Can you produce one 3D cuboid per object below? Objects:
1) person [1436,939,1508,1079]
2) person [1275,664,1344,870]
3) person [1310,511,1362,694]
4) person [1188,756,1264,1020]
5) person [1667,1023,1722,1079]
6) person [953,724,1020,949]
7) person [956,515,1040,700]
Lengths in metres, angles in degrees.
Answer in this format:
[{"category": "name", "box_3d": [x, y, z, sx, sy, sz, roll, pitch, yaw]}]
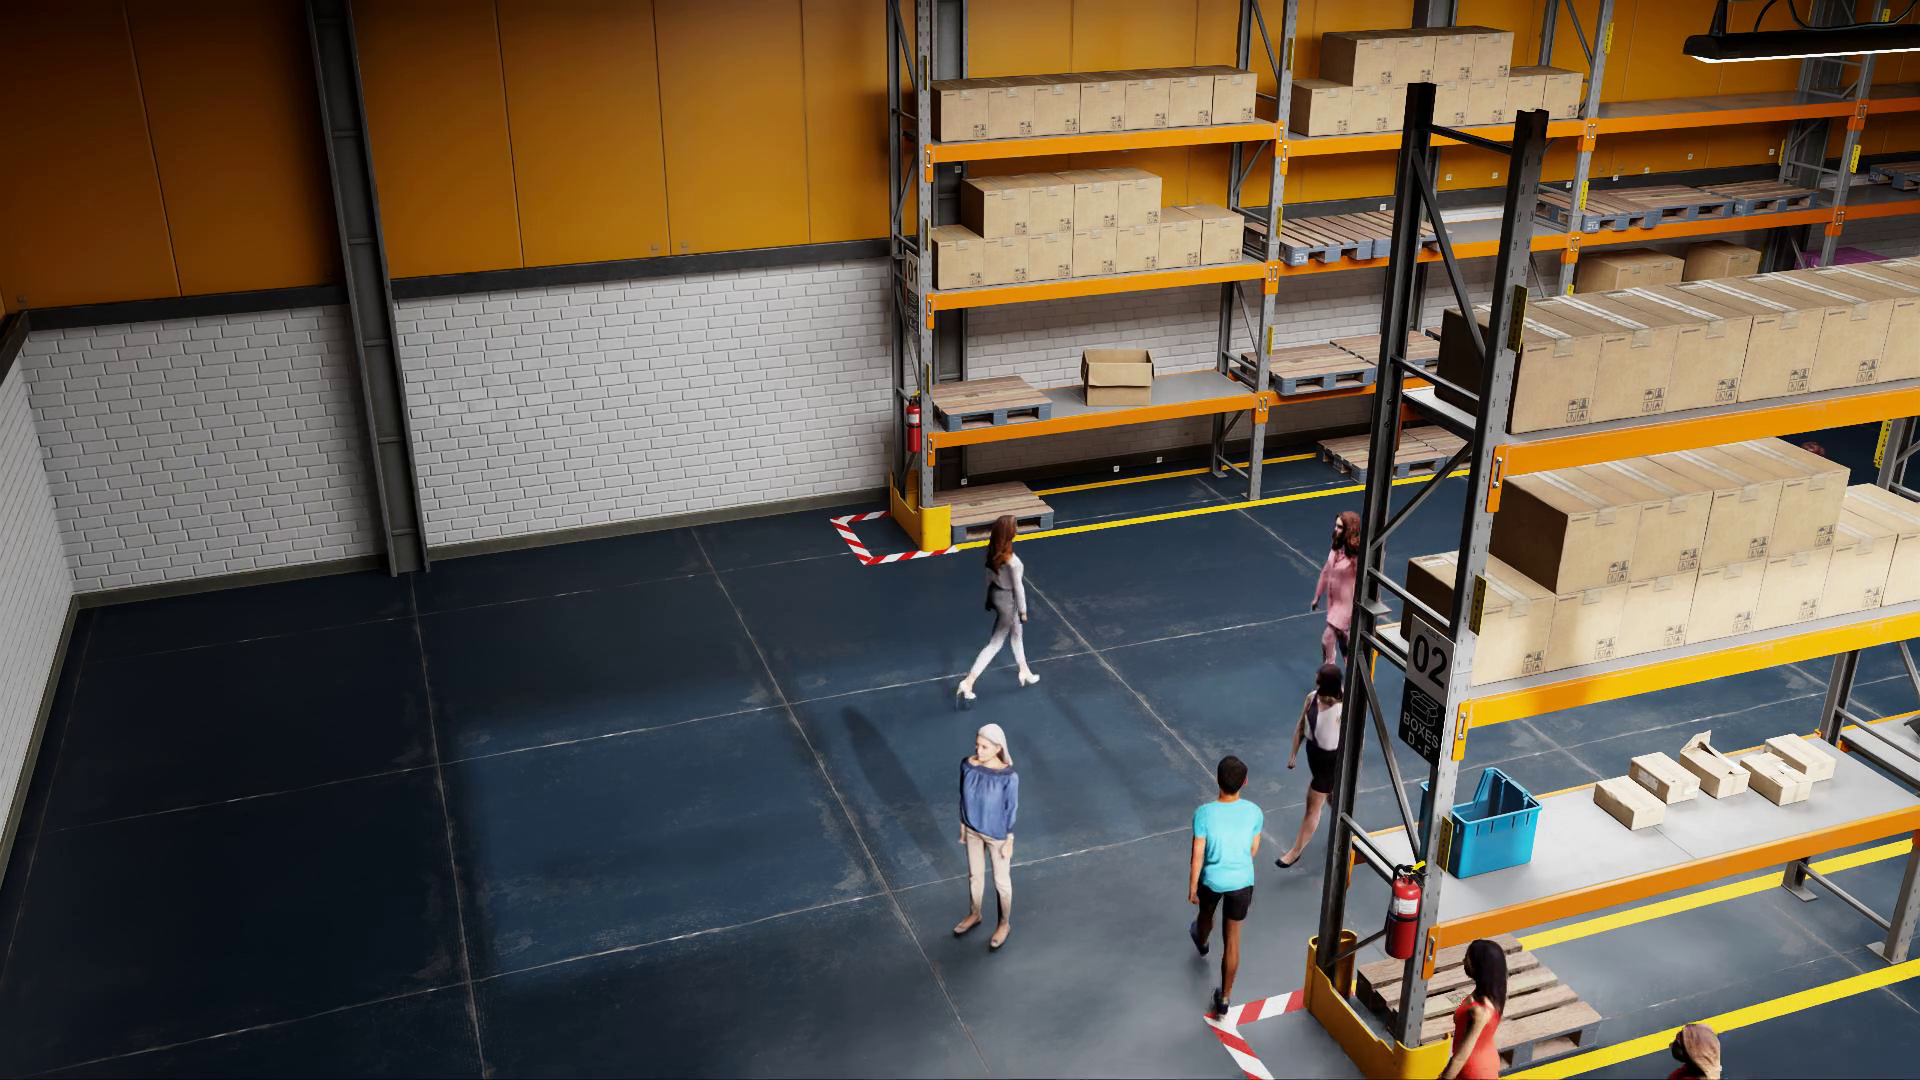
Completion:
[{"category": "person", "box_3d": [2.943, 3.006, 9.226, 1.178, 1.672, 1.032, 7, 25, 15]}, {"category": "person", "box_3d": [2.767, 1.647, 12.427, 1.162, 1.598, 0.816, -18, 30, -36]}, {"category": "person", "box_3d": [3.455, 0.569, 14.668, 0.794, 1.778, 0.621, -7, 25, -15]}, {"category": "person", "box_3d": [1.748, 2.289, 10.797, 1.130, 1.727, 0.968, 1, 24, 3]}, {"category": "person", "box_3d": [3.850, 3.254, 8.673, 1.145, 1.660, 1.145, 13, 27, 27]}, {"category": "person", "box_3d": [0.203, 2.010, 11.472, 0.711, 1.696, 0.744, 15, 28, 31]}, {"category": "person", "box_3d": [0.310, 0.639, 14.571, 1.161, 1.726, 0.751, -14, 27, -28]}]
